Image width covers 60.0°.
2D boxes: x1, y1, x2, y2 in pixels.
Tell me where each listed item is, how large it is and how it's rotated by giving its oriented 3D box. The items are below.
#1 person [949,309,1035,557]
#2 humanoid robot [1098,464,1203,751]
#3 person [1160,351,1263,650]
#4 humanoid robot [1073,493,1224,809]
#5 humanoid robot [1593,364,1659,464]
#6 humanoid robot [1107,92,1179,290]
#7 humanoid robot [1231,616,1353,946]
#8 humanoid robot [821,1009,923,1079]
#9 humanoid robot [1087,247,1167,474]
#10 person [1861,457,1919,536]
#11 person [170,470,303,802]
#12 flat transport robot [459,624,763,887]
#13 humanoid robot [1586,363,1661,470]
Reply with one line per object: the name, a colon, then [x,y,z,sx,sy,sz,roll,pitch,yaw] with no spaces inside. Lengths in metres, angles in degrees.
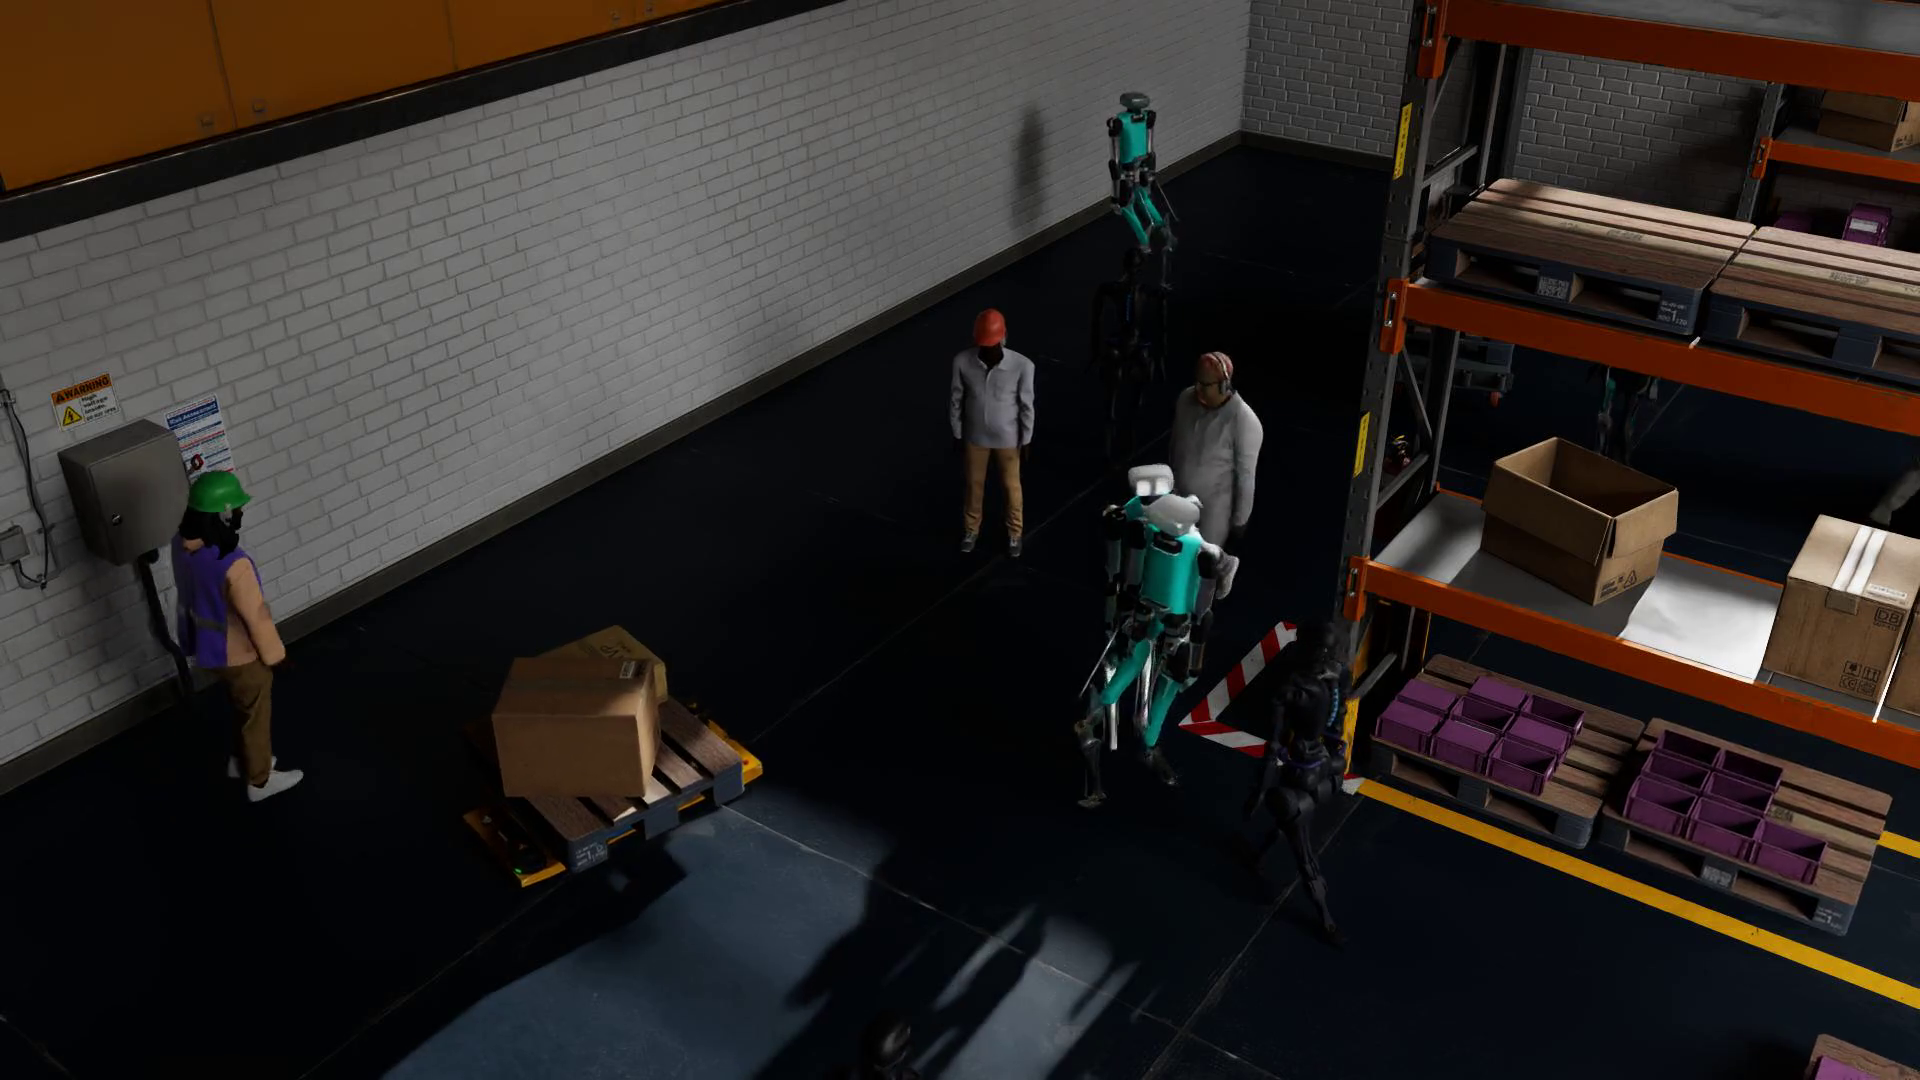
person: [0.197,-0.684,10.754,0.563,1.741,0.369,6,31,11]
humanoid robot: [0.956,0.322,9.013,0.551,1.799,0.672,-5,30,-9]
person: [1.493,-0.264,9.886,0.721,1.886,0.649,-20,36,-31]
humanoid robot: [0.899,0.668,8.459,0.553,1.797,0.837,22,37,33]
humanoid robot: [4.726,-1.228,11.715,0.557,1.798,0.792,16,34,26]
humanoid robot: [1.700,-3.035,14.879,0.532,1.802,0.802,-23,37,-34]
humanoid robot: [1.591,1.091,7.801,0.599,1.617,0.827,-22,37,-33]
humanoid robot: [-0.203,2.232,5.796,0.601,1.621,0.795,10,31,17]
humanoid robot: [1.185,-1.283,11.896,0.588,1.642,0.701,6,31,11]
person: [6.605,-0.782,10.861,1.010,1.811,0.626,-2,30,-4]
person: [-3.701,0.520,8.498,0.556,1.909,0.482,23,37,34]
flat transport robot: [-1.818,1.305,8.775,1.431,0.231,0.659,-23,37,-34]
humanoid robot: [4.709,-1.201,11.704,0.340,1.648,0.596,-18,34,-28]
